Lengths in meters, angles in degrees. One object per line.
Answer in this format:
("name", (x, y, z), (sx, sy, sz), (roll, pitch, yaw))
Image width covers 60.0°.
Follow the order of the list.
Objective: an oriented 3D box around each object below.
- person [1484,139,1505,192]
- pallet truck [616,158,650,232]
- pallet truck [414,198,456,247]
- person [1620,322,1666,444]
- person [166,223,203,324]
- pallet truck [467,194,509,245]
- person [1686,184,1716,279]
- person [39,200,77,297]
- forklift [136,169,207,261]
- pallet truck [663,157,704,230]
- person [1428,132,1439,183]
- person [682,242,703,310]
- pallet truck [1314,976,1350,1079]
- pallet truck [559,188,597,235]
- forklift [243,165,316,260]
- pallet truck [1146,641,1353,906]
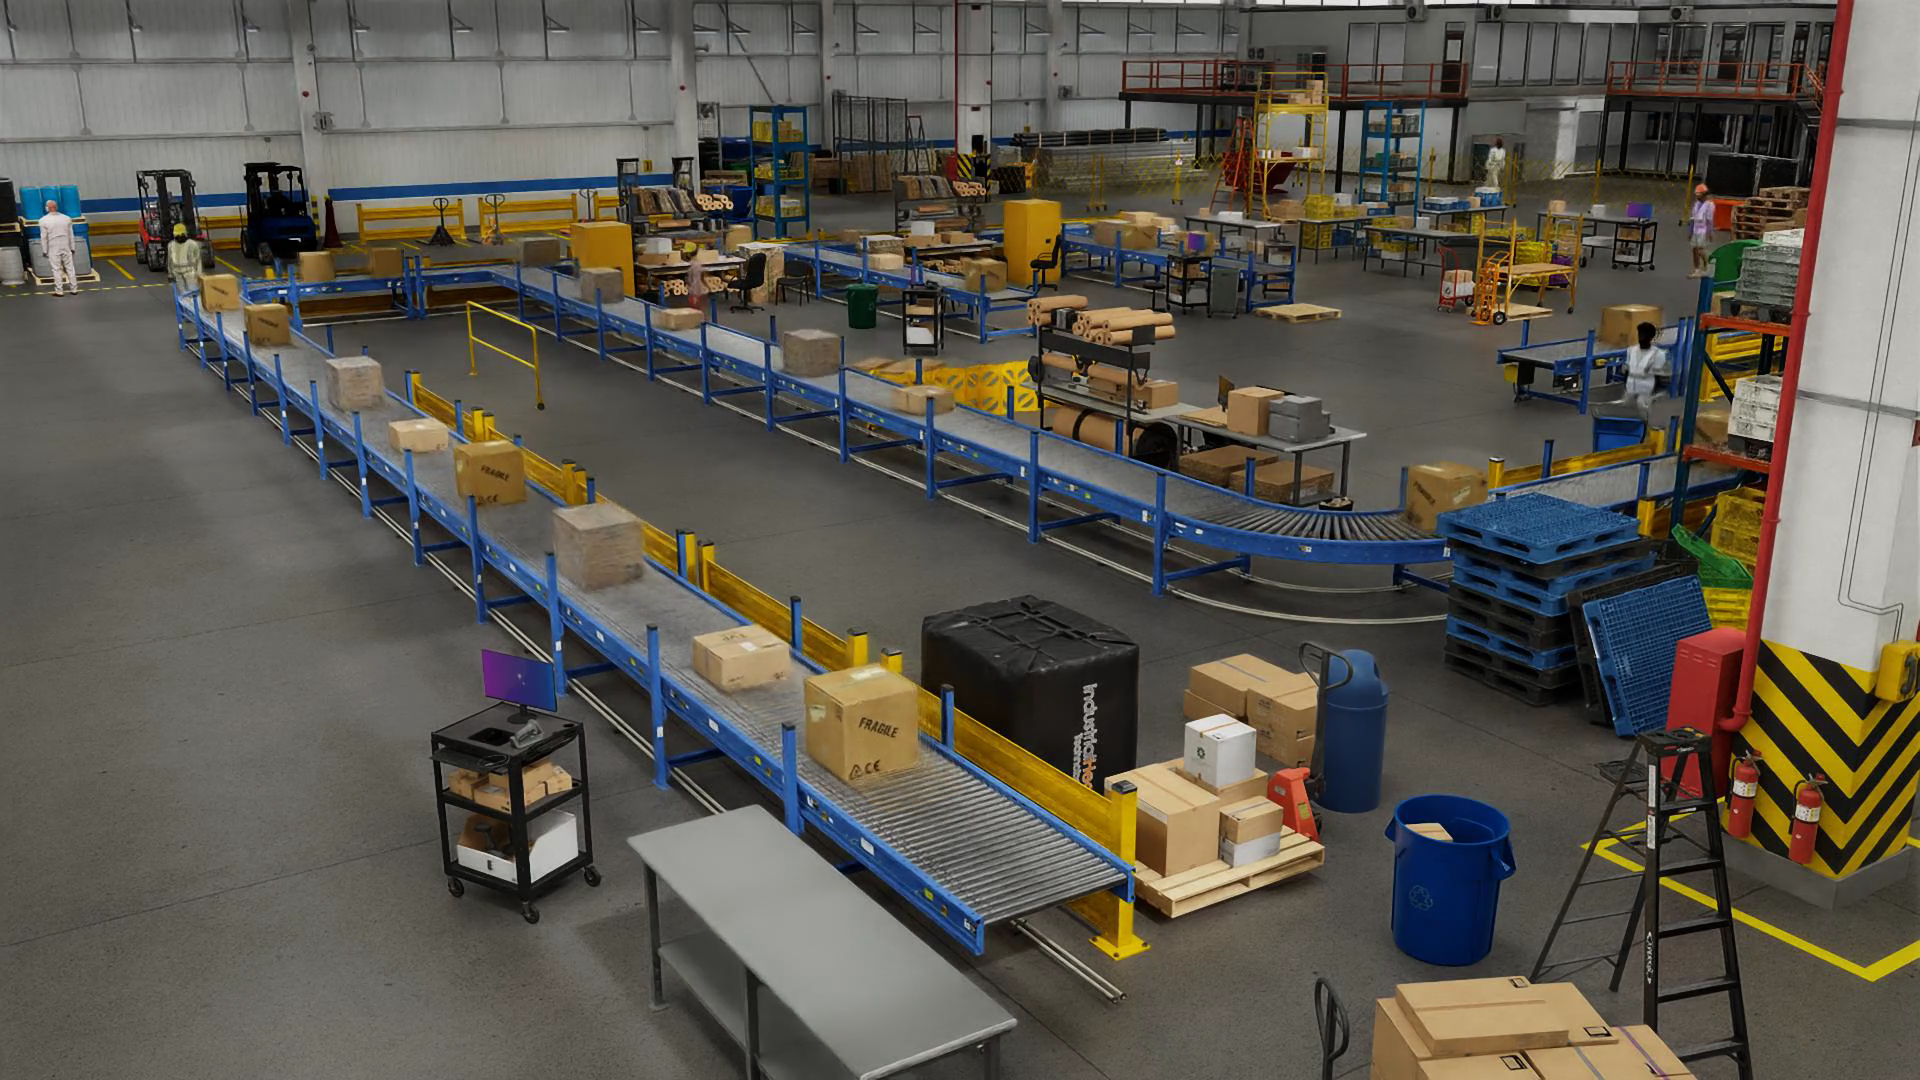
("person", (17.776, -12.407, 55.311), (0.590, 1.833, 1.031), (-8, 18, -24))
("pallet truck", (-8.918, -9.176, 44.255), (0.823, 1.965, 1.885), (-9, 19, -27))
("pallet truck", (-13.250, -8.060, 41.856), (0.680, 1.201, 1.601), (-10, 20, -31))
("person", (8.390, -1.849, 20.414), (0.442, 1.685, 0.536), (-11, 20, -32))
("person", (-13.999, -4.797, 30.005), (0.590, 1.815, 0.478), (1, 17, 3))
("pallet truck", (-11.983, -8.177, 42.137), (0.704, 1.261, 1.522), (-11, 20, -33))
("person", (15.958, -6.618, 35.753), (0.539, 2.001, 0.667), (-4, 17, -13))
("person", (-18.042, -5.831, 33.271), (0.409, 1.913, 0.647), (13, 21, 36))
("forklift", (-17.842, -7.318, 37.559), (1.157, 1.987, 2.680), (-10, 20, -31))
("pallet truck", (-7.586, -9.308, 44.692), (0.823, 1.965, 1.885), (-11, 20, -33))
("person", (17.288, -13.767, 59.816), (1.026, 1.838, 0.715), (-9, 19, -28))
("person", (-4.426, -4.093, 27.759), (0.479, 1.759, 0.538), (-3, 17, -11))
("pallet truck", (2.299, 2.390, 7.086), (1.601, 1.201, 0.680), (-2, 17, -7))
("pallet truck", (-10.010, -8.652, 43.699), (0.653, 1.274, 1.630), (-10, 20, -31))
("forklift", (-15.898, -7.669, 38.708), (1.157, 1.987, 2.680), (-11, 20, -33))
("pallet truck", (1.664, 1.407, 10.232), (1.630, 1.274, 0.653), (-10, 20, -31))
